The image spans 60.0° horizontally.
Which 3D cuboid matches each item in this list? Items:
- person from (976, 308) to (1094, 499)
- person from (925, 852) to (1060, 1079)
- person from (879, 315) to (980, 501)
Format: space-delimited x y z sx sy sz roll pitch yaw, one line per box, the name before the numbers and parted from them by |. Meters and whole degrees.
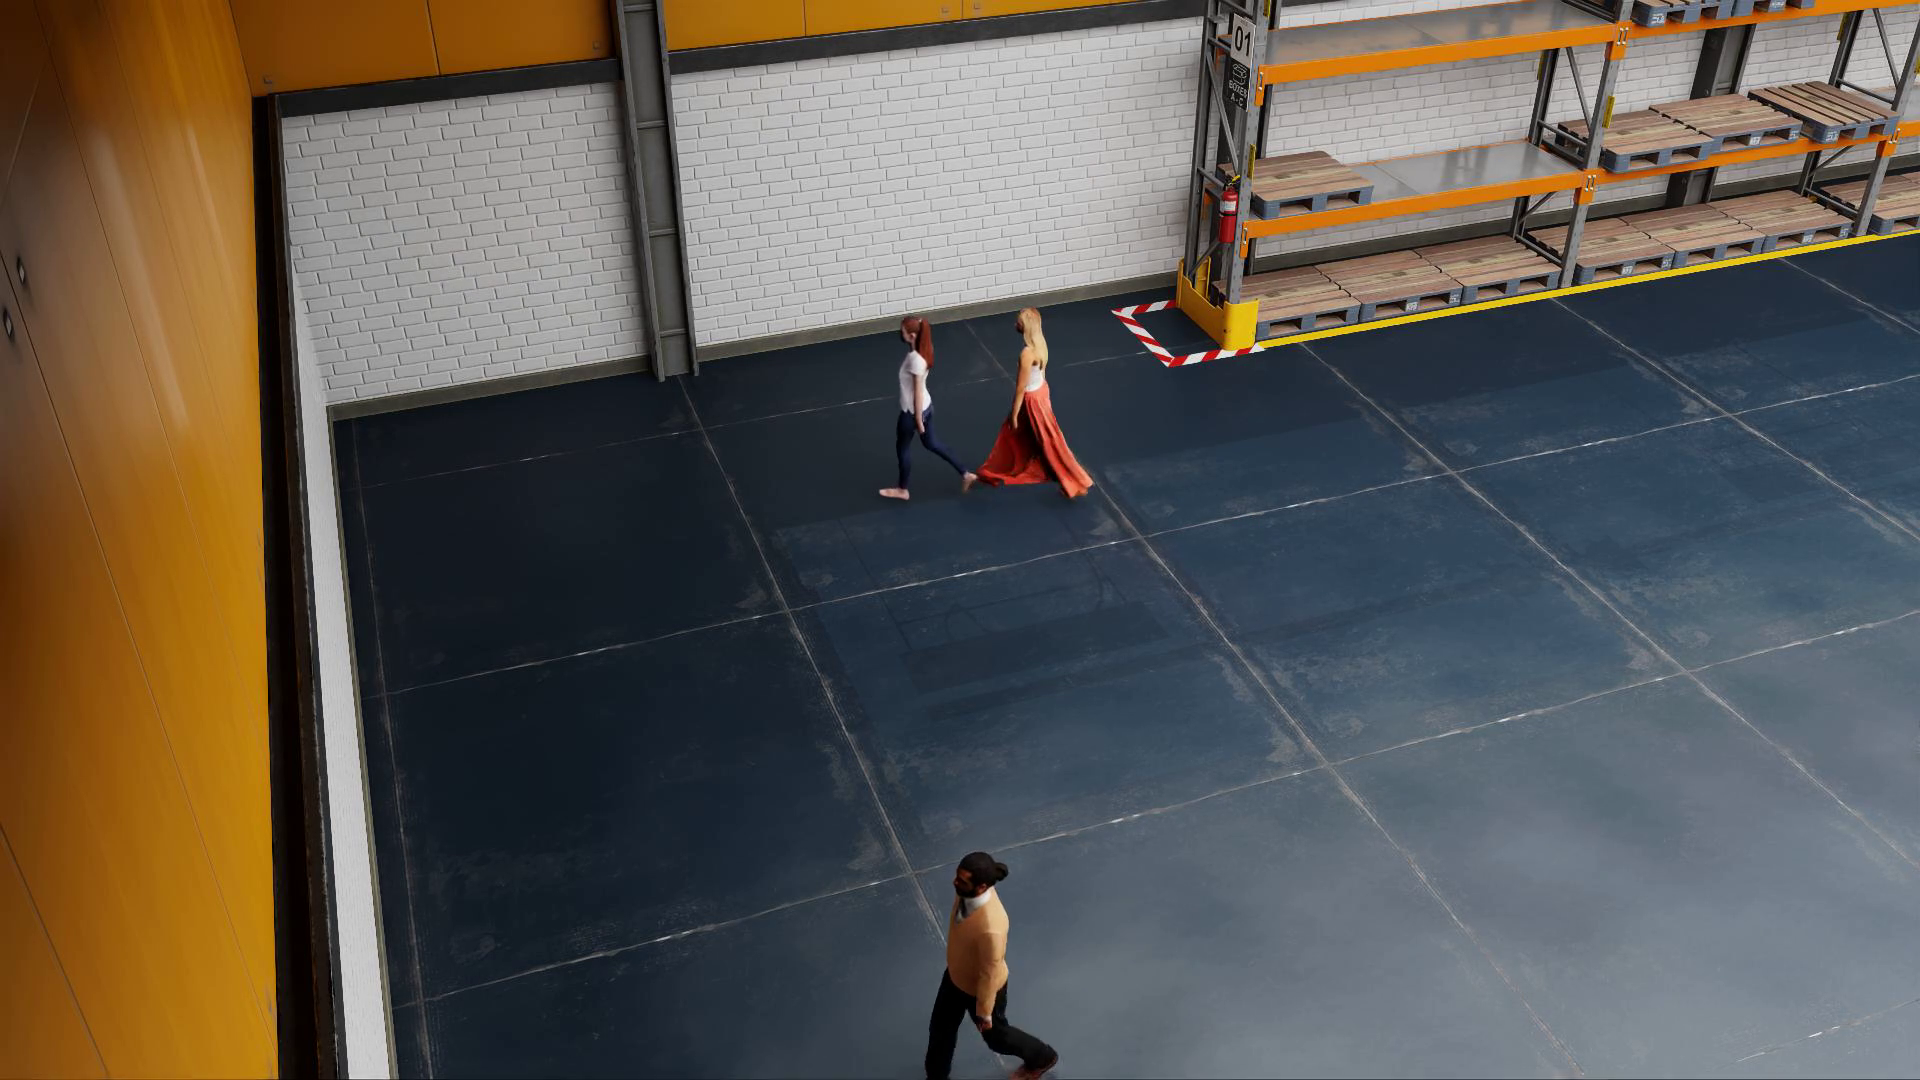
person | 0.704 -1.054 13.662 1.356 1.745 1.145 9 35 14
person | 0.165 2.287 8.646 1.107 1.733 0.648 -12 35 -17
person | -0.253 -1.055 13.691 1.127 1.713 0.961 8 34 12
